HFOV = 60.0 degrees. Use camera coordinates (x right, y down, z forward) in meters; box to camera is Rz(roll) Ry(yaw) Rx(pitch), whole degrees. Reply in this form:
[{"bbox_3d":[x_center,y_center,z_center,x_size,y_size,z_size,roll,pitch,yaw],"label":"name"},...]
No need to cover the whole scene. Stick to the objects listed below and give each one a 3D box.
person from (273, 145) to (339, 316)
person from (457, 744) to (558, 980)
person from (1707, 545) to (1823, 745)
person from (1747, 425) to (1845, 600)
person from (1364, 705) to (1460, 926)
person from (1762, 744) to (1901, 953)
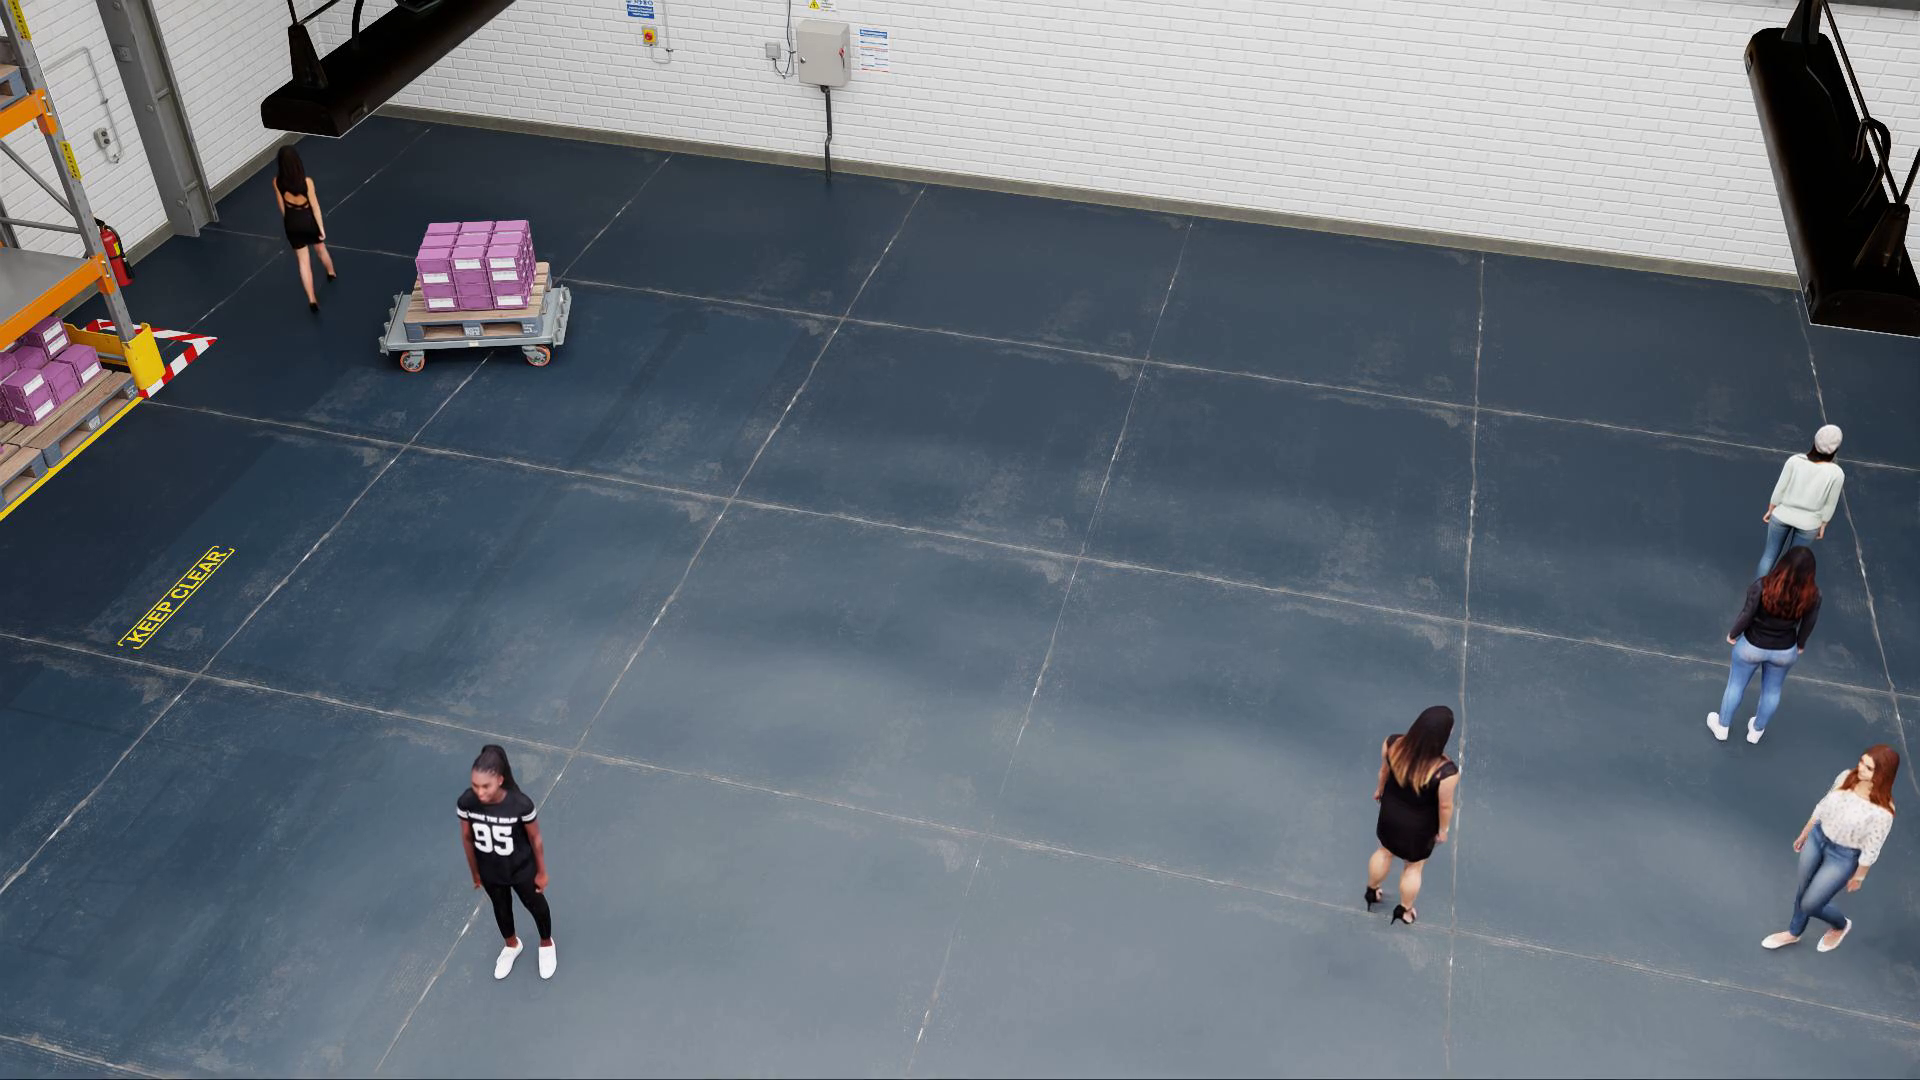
[{"bbox_3d":[-6.232,-2.891,15.743,0.840,1.601,1.114,-5,39,-7],"label":"person"},{"bbox_3d":[-2.622,1.887,9.658,0.661,1.728,0.649,1,39,2],"label":"person"},{"bbox_3d":[5.446,0.704,11.217,0.624,1.633,0.536,9,39,11],"label":"person"},{"bbox_3d":[6.191,-0.168,12.300,0.626,1.644,0.580,22,43,25],"label":"person"},{"bbox_3d":[2.693,1.653,9.961,0.760,1.717,0.769,31,48,33],"label":"person"},{"bbox_3d":[5.202,1.813,9.757,0.791,1.721,0.751,-7,39,-8],"label":"person"}]
